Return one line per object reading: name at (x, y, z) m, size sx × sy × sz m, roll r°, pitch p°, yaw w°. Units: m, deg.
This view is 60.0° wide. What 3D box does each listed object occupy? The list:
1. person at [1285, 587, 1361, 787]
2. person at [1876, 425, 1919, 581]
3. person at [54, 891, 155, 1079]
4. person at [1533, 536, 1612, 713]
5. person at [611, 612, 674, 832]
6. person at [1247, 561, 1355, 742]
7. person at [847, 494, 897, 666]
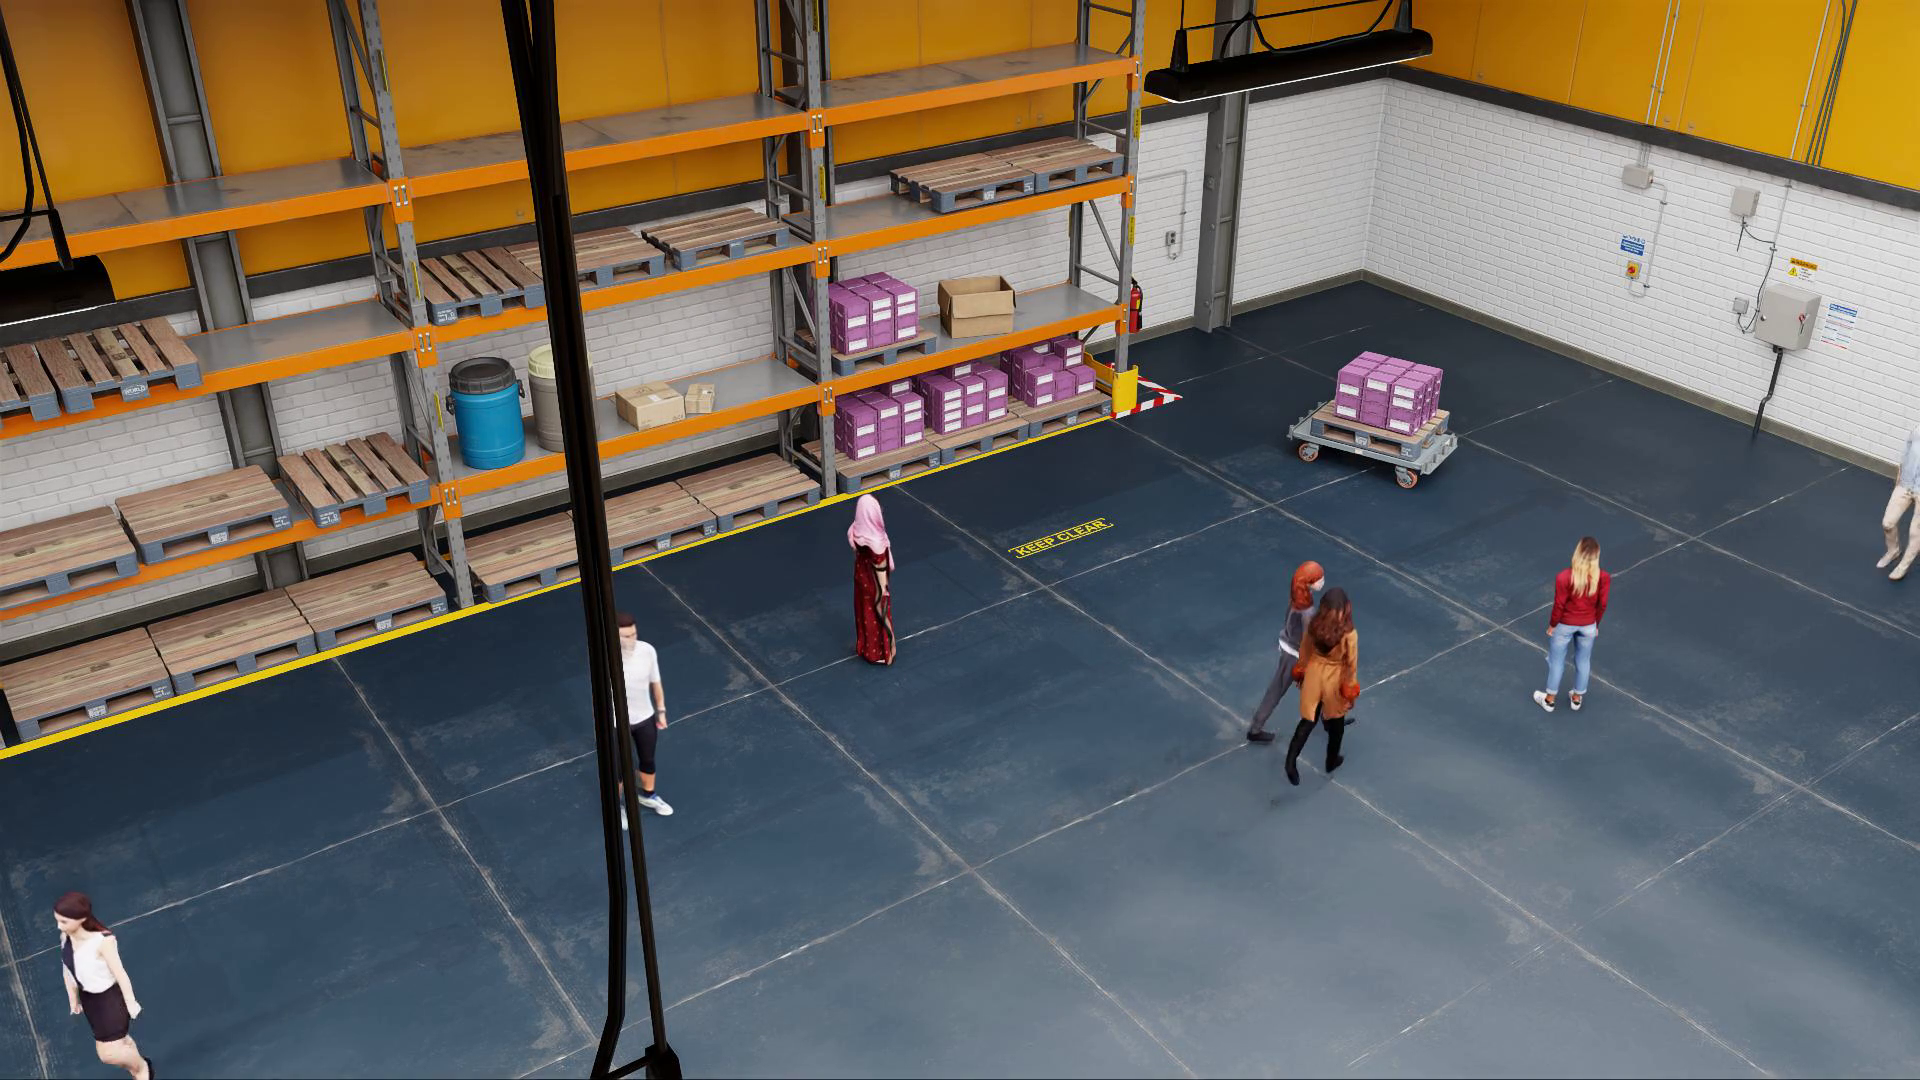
person at (2.798, 1.172, 12.923) m, size 0.949 × 1.709 × 1.139 m, roll 22°, pitch 35°, yaw 34°
person at (9.180, -0.481, 15.824) m, size 0.611 × 1.832 × 0.643 m, roll -19°, pitch 34°, yaw -31°
person at (-5.123, 2.751, 10.103) m, size 0.681 × 1.637 × 0.722 m, roll 10°, pitch 30°, yaw 18°
person at (5.123, 0.701, 13.864) m, size 0.651 × 1.634 × 0.746 m, roll 0°, pitch 29°, yaw 1°
person at (-2.484, 1.330, 12.491) m, size 0.493 × 1.844 × 0.728 m, roll -18°, pitch 33°, yaw -29°
person at (2.584, 0.947, 13.310) m, size 1.191 × 1.732 × 1.022 m, roll -1°, pitch 29°, yaw -3°
person at (-0.767, 0.333, 14.535) m, size 0.657 × 1.638 × 0.700 m, roll -12°, pitch 31°, yaw -21°
